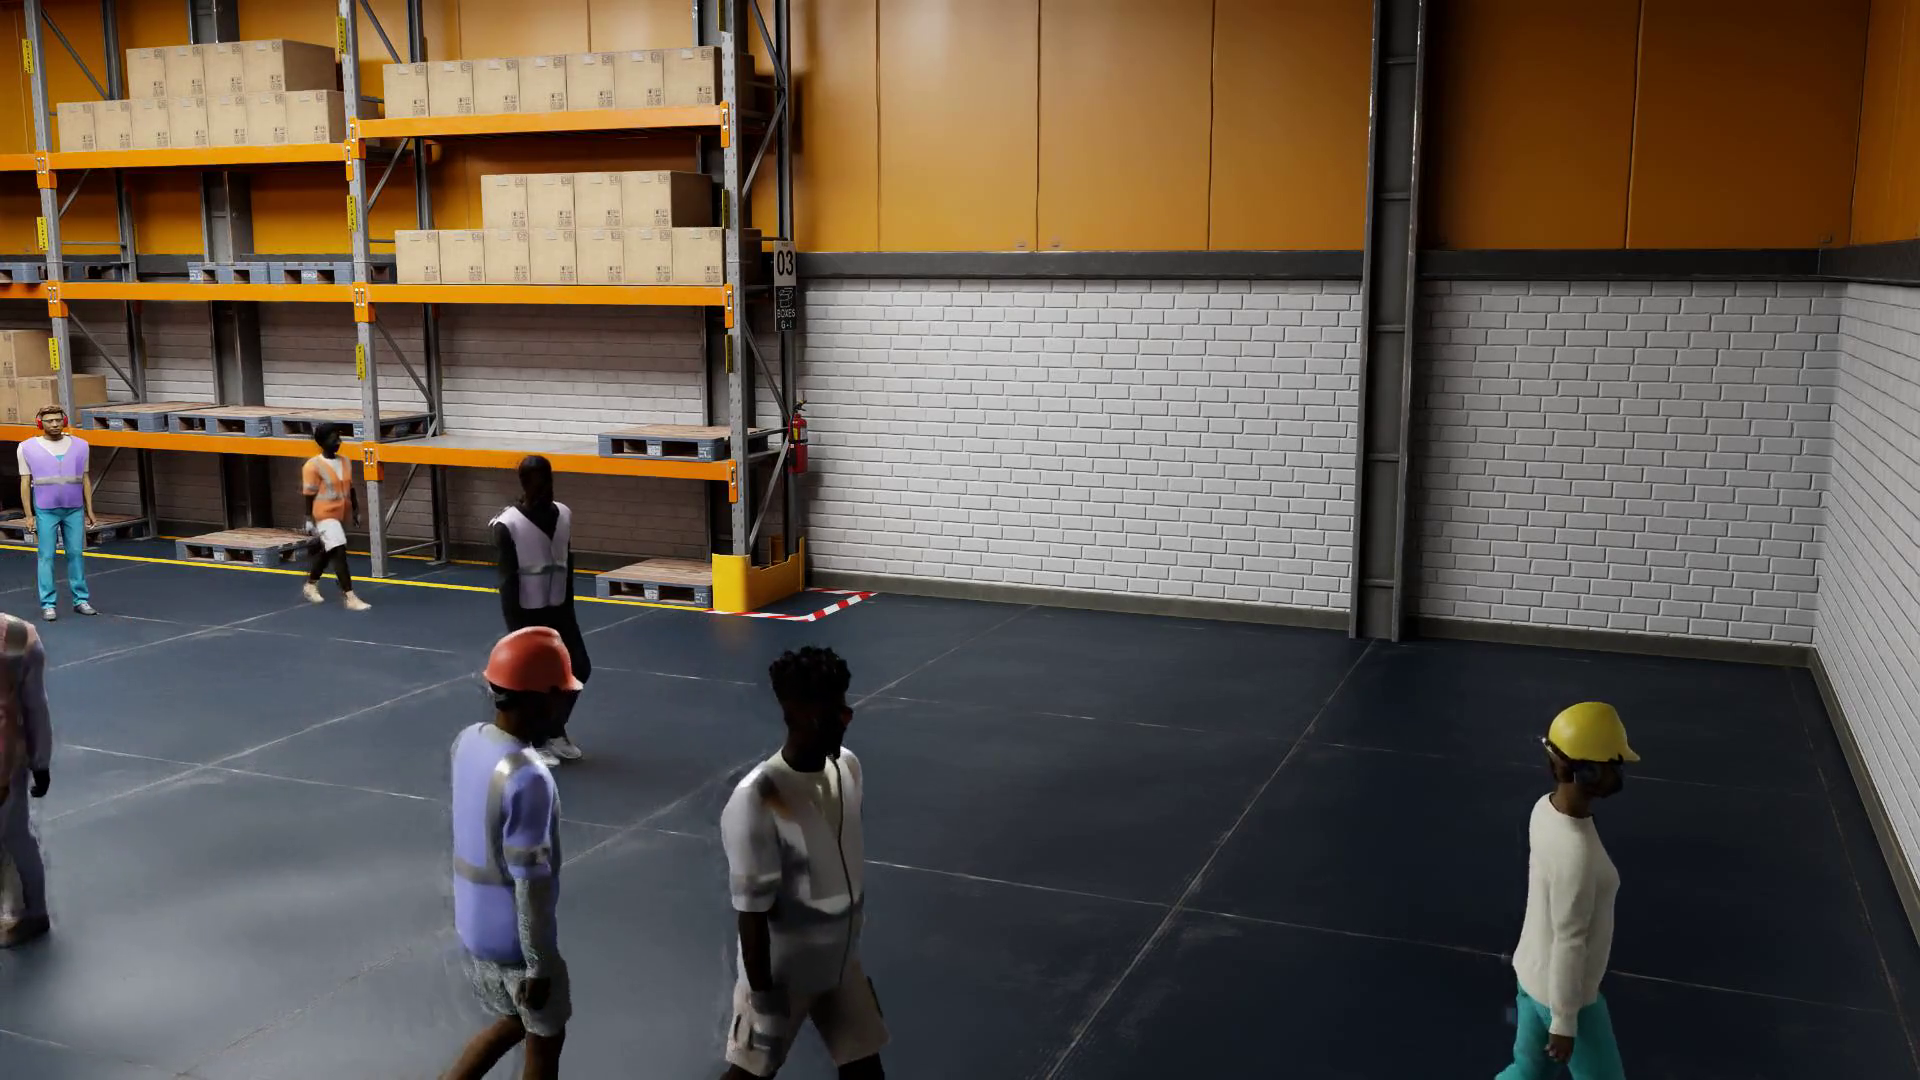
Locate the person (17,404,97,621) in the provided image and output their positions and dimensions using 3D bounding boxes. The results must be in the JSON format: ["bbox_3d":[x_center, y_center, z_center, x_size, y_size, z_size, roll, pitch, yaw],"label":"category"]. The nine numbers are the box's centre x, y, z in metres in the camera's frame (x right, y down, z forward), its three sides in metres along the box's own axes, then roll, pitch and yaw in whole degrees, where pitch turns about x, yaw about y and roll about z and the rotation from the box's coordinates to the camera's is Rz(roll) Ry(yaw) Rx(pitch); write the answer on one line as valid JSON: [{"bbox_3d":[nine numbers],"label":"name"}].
[{"bbox_3d":[-7.708,-0.246,14.221,0.387,1.846,0.566,9,13,43],"label":"person"}]

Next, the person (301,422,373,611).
[{"bbox_3d":[-5.554,-0.218,14.620,0.851,1.660,0.539,4,10,21],"label":"person"}]

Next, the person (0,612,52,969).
[{"bbox_3d":[-4.212,0.955,7.100,0.618,1.813,0.835,-6,11,-33],"label":"person"}]

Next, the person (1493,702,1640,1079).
[{"bbox_3d":[1.817,1.326,5.039,0.804,1.737,0.538,2,9,9],"label":"person"}]

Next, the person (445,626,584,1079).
[{"bbox_3d":[-1.443,1.213,5.181,0.589,1.911,0.565,-8,12,-40],"label":"person"}]

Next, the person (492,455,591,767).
[{"bbox_3d":[-2.486,0.432,9.958,0.504,1.893,0.623,6,11,31],"label":"person"}]

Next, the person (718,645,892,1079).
[{"bbox_3d":[-0.499,1.245,5.014,1.025,1.923,0.619,7,11,35],"label":"person"}]

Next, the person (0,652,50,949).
[{"bbox_3d":[-4.274,0.972,7.155,0.547,1.731,0.719,4,10,22],"label":"person"}]
